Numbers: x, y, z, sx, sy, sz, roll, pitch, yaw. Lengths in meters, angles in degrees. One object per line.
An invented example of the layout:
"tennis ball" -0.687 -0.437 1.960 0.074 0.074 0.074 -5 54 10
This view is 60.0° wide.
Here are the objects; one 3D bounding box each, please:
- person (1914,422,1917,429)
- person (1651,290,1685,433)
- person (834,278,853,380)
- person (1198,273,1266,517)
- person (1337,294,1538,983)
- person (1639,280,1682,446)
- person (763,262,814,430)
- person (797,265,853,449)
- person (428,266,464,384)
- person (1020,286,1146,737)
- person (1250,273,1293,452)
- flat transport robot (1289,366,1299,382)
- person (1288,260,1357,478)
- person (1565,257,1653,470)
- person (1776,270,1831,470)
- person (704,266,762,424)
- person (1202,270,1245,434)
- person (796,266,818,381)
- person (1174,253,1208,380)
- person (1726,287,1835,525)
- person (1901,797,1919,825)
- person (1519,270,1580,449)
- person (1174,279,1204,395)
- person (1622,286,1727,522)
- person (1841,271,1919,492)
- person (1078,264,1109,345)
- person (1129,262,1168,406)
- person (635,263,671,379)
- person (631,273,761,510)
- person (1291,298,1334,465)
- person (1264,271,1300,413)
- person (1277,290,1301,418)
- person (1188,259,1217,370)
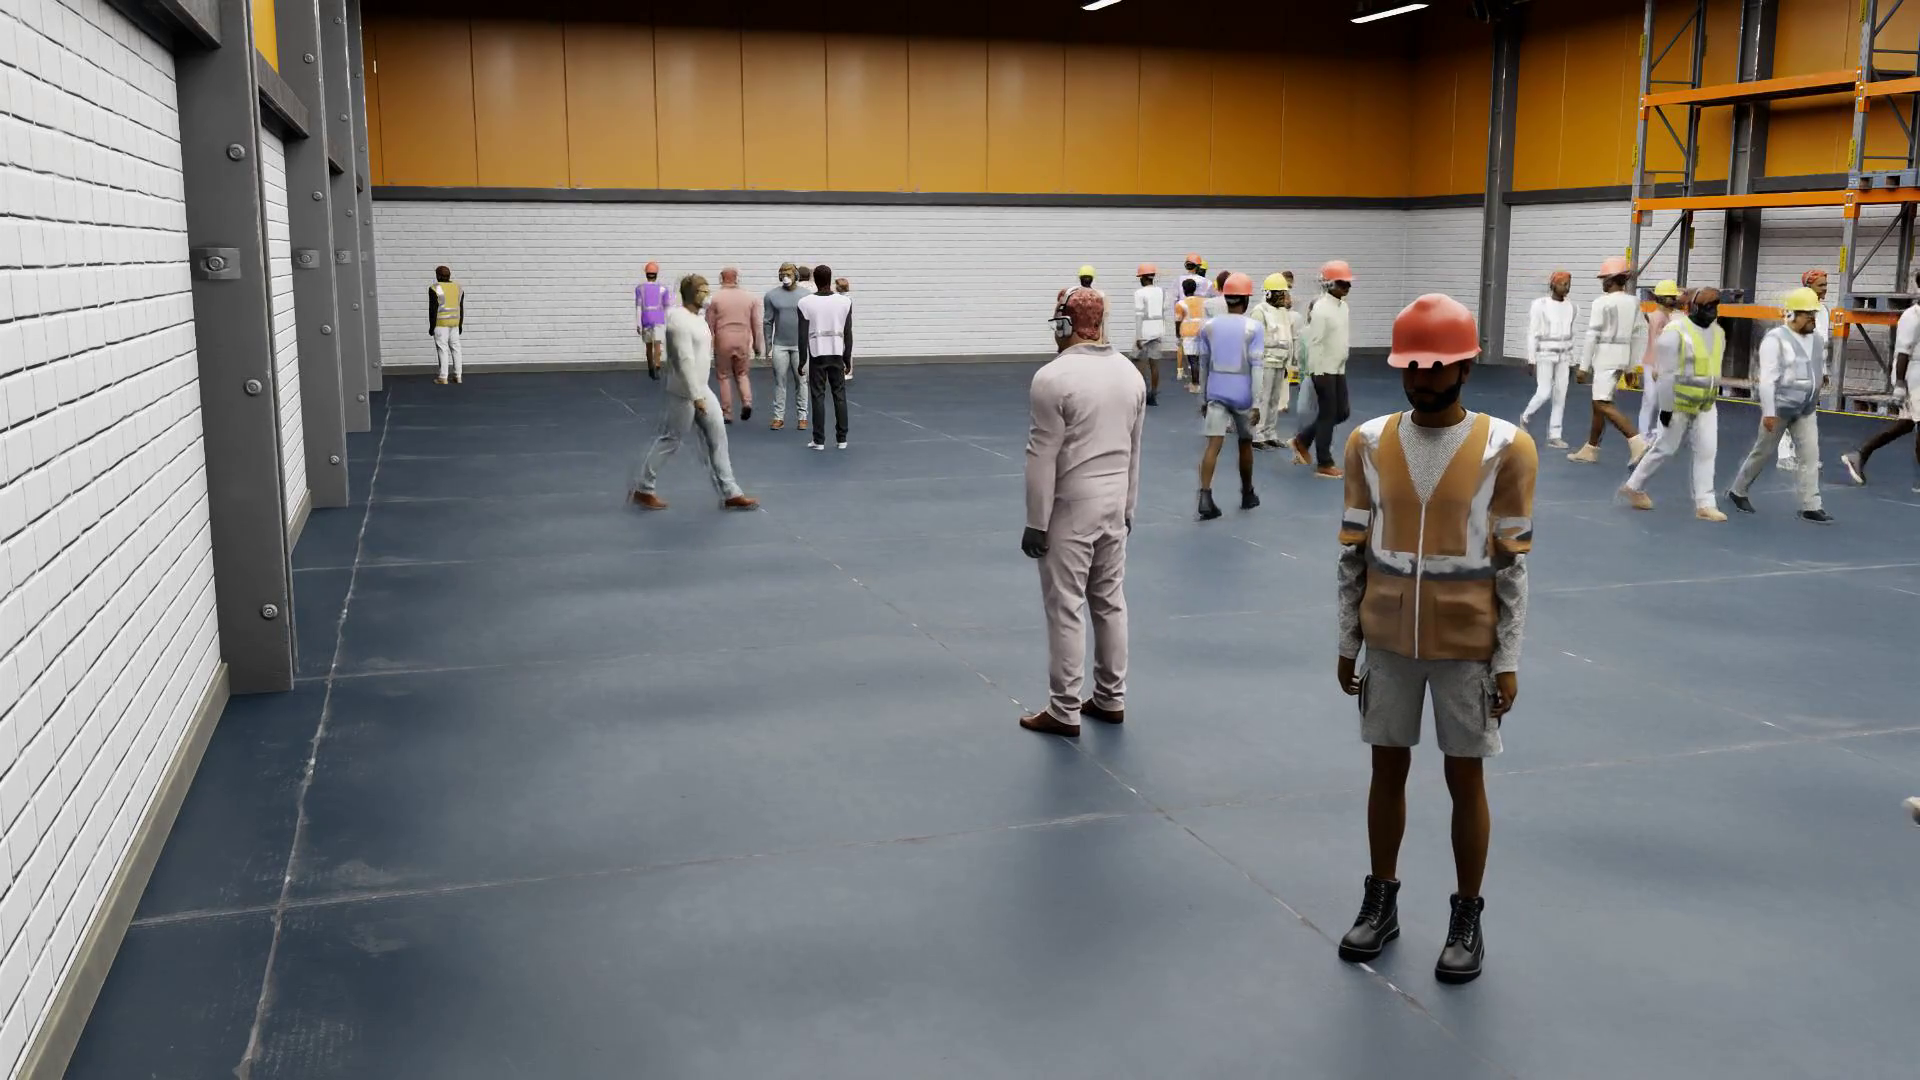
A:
"person" 11.297 -2.275 19.156 0.682 2.000 0.537 0 10 1
"person" 8.089 -1.999 18.755 0.429 1.621 0.533 5 11 27
"person" -1.887 -3.386 26.794 0.320 1.633 0.537 -7 12 -35
"person" 2.111 -1.131 12.977 0.554 1.891 1.017 6 11 30
"person" 1.311 0.281 4.687 0.541 1.932 0.382 6 11 30
"person" 7.202 -1.788 17.129 0.331 1.768 0.521 5 11 28
"person" -1.953 -2.232 19.197 0.630 1.938 0.366 1 10 3
"person" -1.400 -1.894 17.319 0.587 1.915 0.398 -3 10 -18
"person" -8.050 -3.360 26.011 0.429 1.842 0.634 7 12 35
"person" 0.503 -0.123 7.113 0.639 1.902 0.402 -10 14 -44
"person" 3.222 -1.829 17.173 0.404 1.830 0.600 8 13 38
"flat transport robot" 5.070 -2.637 26.369 0.652 0.197 1.431 1 10 6
"person" 3.316 -1.557 15.181 0.587 1.979 0.632 7 12 35
"person" 6.232 -1.677 15.808 0.624 2.015 0.923 -7 12 -35
"person" 8.004 -1.603 15.731 0.572 1.880 0.356 -6 11 -29
"person" -2.738 -2.335 19.947 0.688 1.885 0.419 -5 11 -26
"person" 2.956 -2.089 18.644 0.522 1.854 0.488 2 10 11
"person" -2.451 -3.418 26.369 0.645 1.832 0.499 -8 13 -40
"person" 3.719 -3.575 26.698 0.606 2.037 0.393 8 13 39
"person" 6.331 -1.047 12.791 0.606 1.791 0.921 -4 10 -20
"person" 3.697 0.195 5.552 0.947 1.797 0.535 2 10 13
"person" 6.206 -1.901 17.488 0.601 1.870 0.588 -2 10 -13
"person" 3.350 -2.960 24.201 0.535 1.652 0.747 -4 11 -22
"person" 5.572 -1.071 12.905 0.635 1.807 0.858 -4 11 -21
"person" 8.130 -1.380 14.293 0.903 1.940 0.604 9 13 43
"person" 1.647 -2.614 21.523 0.601 1.903 0.575 -2 10 -10
"person" 2.525 -2.757 22.291 0.556 1.916 0.422 -5 11 -29
"person" -4.996 -3.562 27.078 0.556 1.889 1.017 -1 10 -8
"person" -2.148 -1.155 13.140 1.032 1.893 0.636 2 10 14
"person" 3.421 -1.503 15.924 0.503 1.615 0.558 7 12 33
"person" 4.126 -2.580 21.570 0.527 1.827 0.989 0 10 -1
"person" 3.998 -2.344 20.806 0.520 1.604 0.726 3 10 15
"person" 4.195 -3.926 29.039 0.594 1.924 0.380 4 10 20
